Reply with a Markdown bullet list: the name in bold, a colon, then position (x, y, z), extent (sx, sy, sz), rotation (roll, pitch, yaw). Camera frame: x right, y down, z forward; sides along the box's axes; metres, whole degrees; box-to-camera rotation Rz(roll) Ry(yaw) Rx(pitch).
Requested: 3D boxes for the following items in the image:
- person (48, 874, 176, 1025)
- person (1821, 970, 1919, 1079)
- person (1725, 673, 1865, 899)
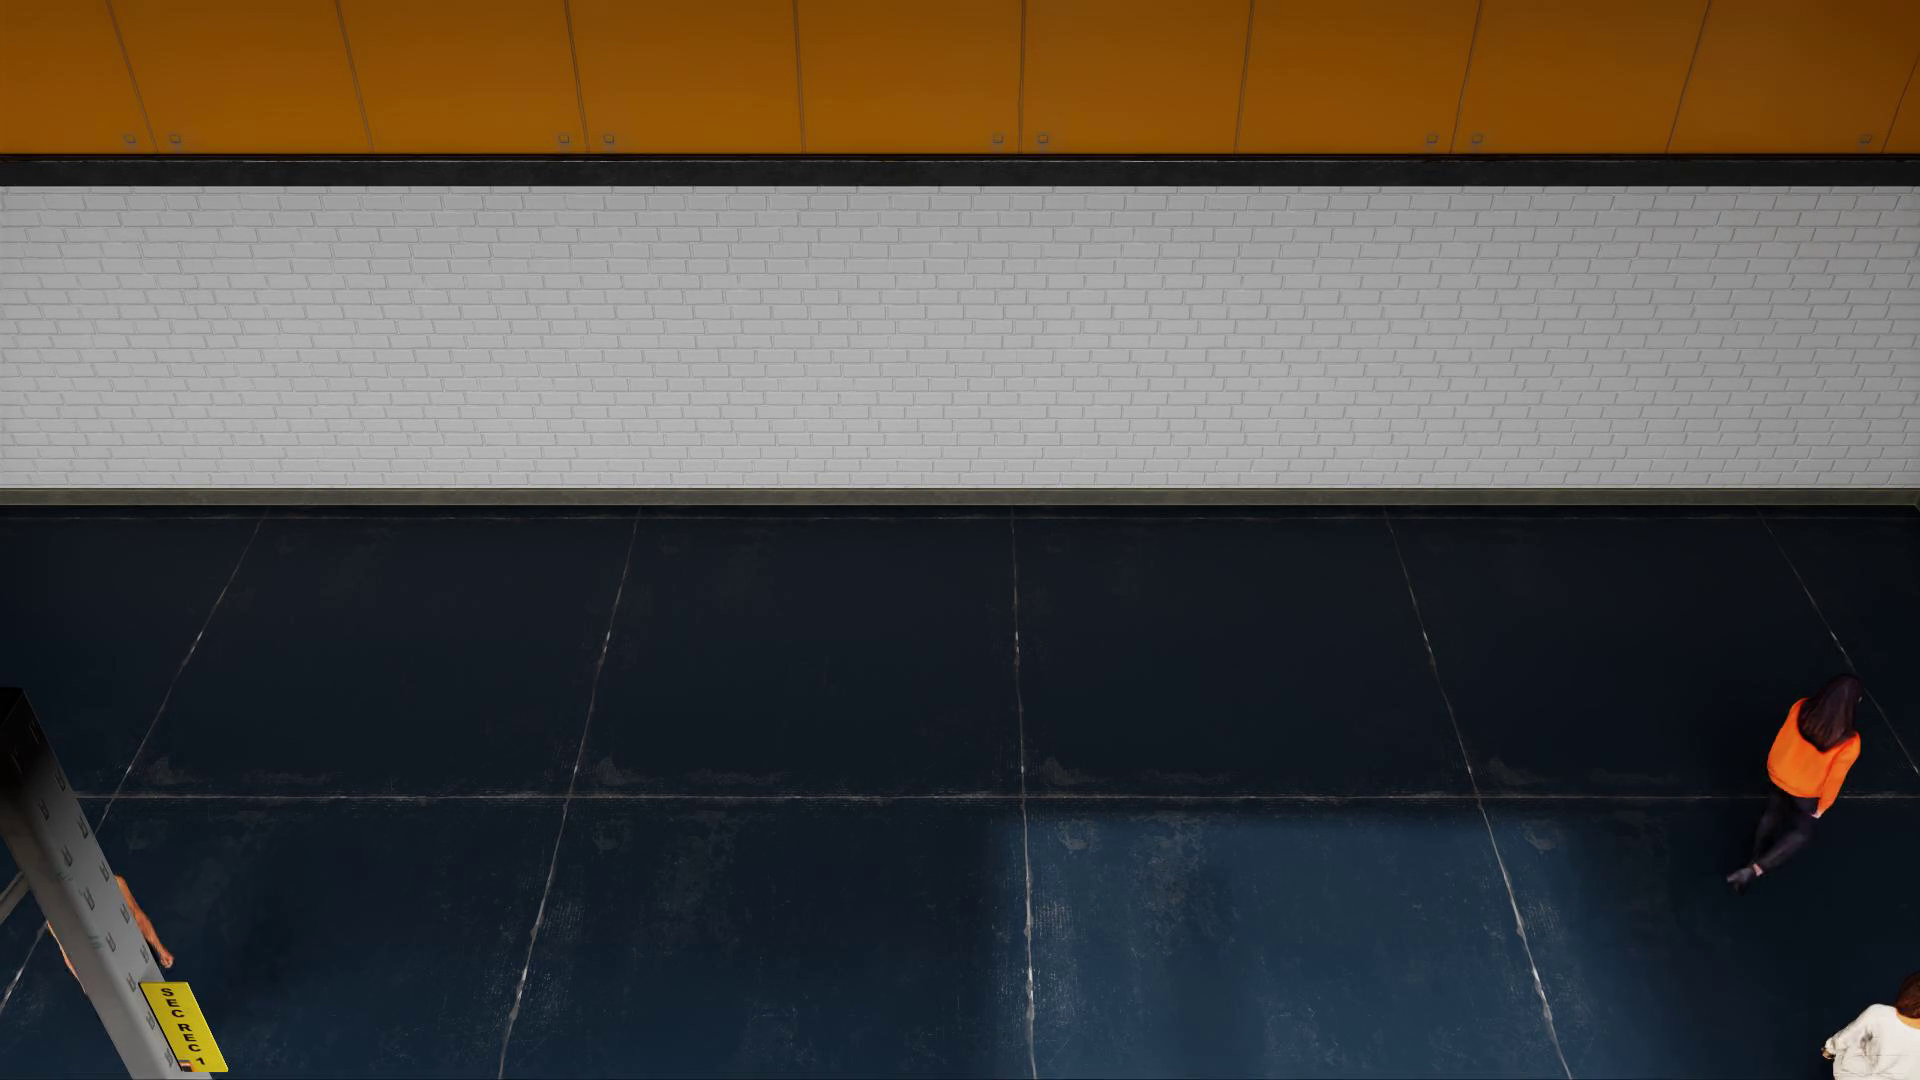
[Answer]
- **person**: position (-4.488, 2.244, 8.812), extent (0.815, 1.824, 0.768), rotation (22, 43, 25)
- **person**: position (4.571, 2.782, 8.272), extent (0.803, 1.658, 1.029), rotation (10, 40, 12)
- **person**: position (4.899, 1.478, 9.842), extent (0.886, 1.737, 0.883), rotation (-18, 42, -21)
